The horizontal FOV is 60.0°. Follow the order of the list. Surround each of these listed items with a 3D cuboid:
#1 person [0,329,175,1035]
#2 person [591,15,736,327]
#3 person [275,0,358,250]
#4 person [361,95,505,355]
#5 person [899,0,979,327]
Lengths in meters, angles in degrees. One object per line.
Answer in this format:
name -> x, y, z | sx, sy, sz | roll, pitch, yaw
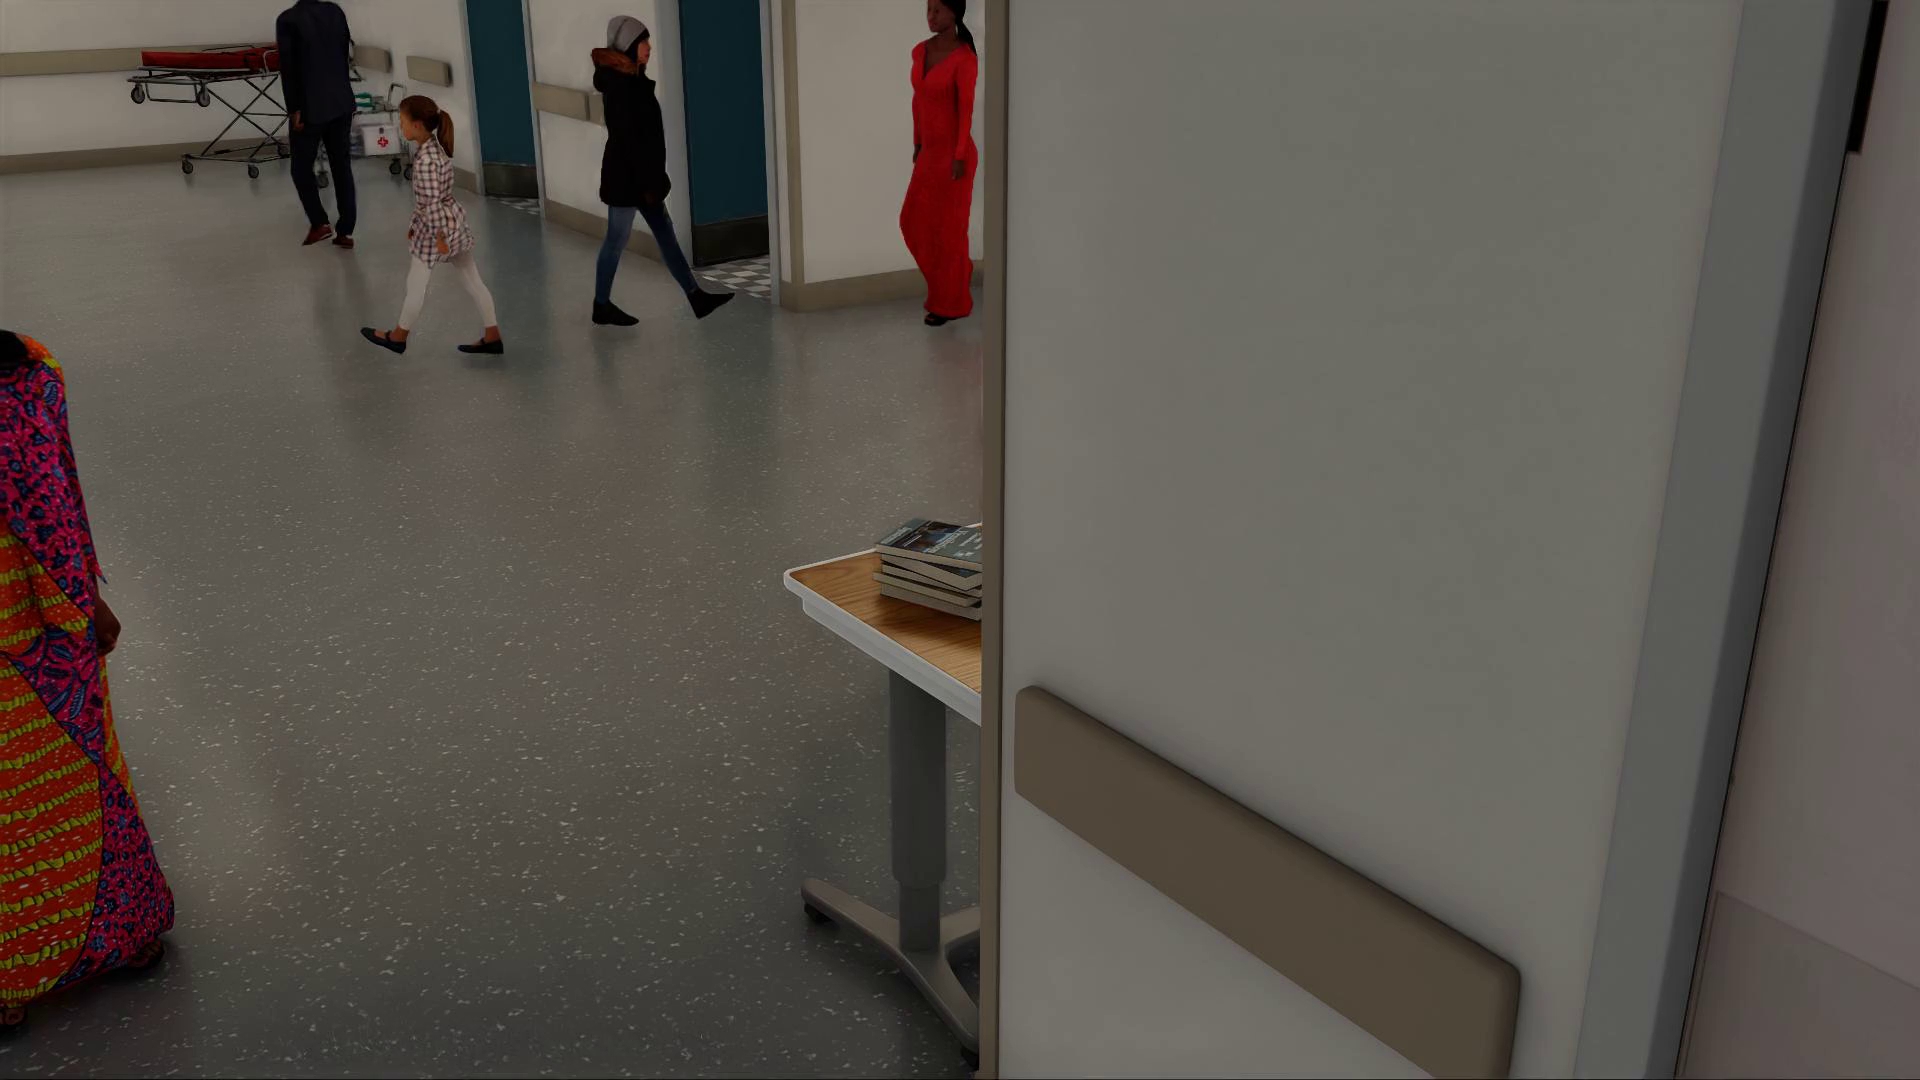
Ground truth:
person -> -1.896, 0.137, 3.242 | 0.721, 1.682, 0.708 | 18, 27, 39
person -> -1.791, -1.890, 8.735 | 1.063, 1.597, 1.049 | 1, 21, 3
person -> -4.103, -2.787, 10.808 | 0.685, 1.806, 0.739 | 19, 28, 41
person -> -2.480, -1.516, 8.207 | 0.905, 1.272, 0.905 | 1, 21, 2
person -> -0.009, -2.006, 8.804 | 0.747, 1.766, 0.677 | -16, 26, -36
